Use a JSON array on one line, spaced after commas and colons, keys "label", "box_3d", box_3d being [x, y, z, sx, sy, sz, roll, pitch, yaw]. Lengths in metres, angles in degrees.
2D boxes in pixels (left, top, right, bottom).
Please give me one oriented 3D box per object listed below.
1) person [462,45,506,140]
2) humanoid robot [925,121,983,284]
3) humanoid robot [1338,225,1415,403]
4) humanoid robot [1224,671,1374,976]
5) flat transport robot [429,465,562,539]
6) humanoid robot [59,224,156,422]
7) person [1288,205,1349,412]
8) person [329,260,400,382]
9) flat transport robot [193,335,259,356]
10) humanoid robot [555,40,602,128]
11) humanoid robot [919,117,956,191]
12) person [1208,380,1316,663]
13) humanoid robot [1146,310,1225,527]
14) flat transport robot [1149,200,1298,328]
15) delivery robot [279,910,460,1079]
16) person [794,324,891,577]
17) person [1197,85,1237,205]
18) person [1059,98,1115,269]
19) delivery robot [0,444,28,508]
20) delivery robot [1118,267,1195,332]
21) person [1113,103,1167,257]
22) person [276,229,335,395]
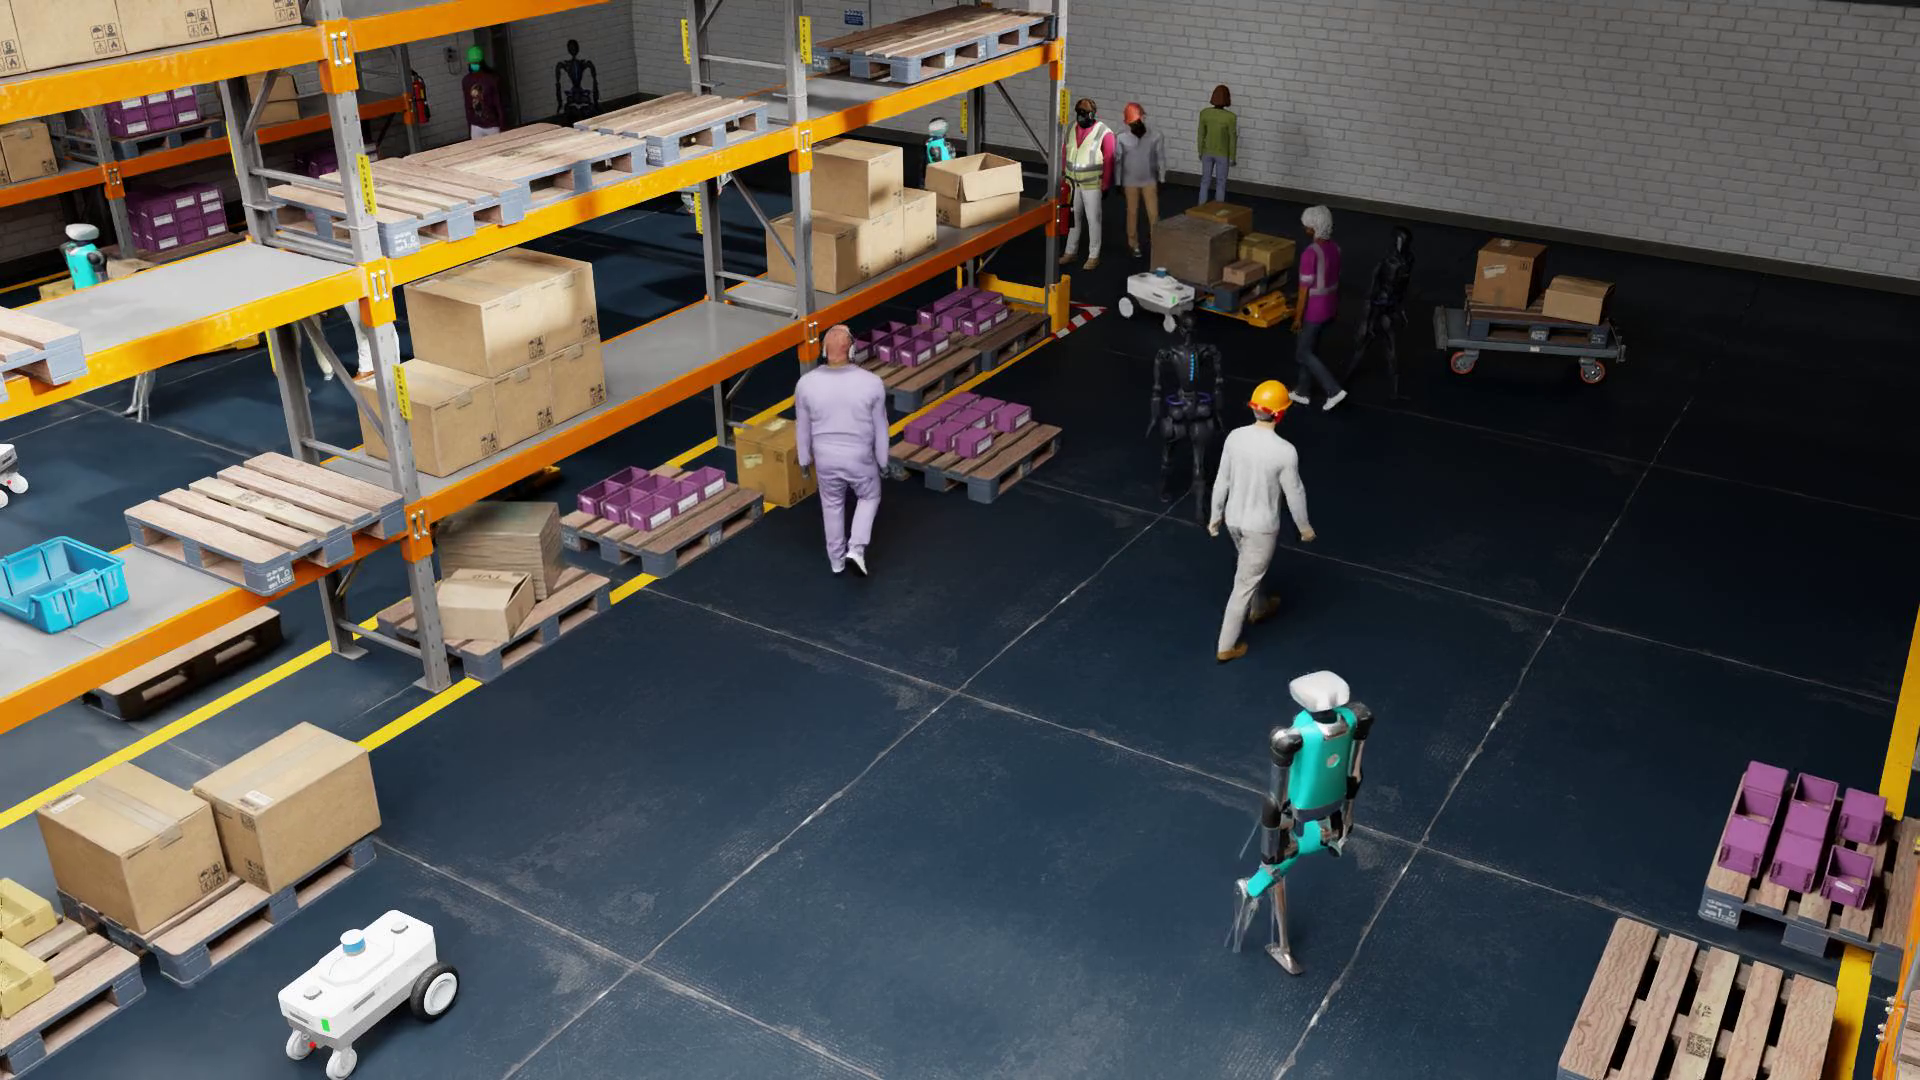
[{"label": "person", "box_3d": [-5.814, -5.146, 20.503, 0.496, 1.934, 0.703, 3, 27, 6]}, {"label": "humanoid robot", "box_3d": [0.038, -3.478, 17.473, 0.778, 1.808, 0.536, 1, 27, 2]}, {"label": "humanoid robot", "box_3d": [3.723, -1.996, 14.628, 0.616, 1.619, 0.734, -20, 33, -34]}, {"label": "humanoid robot", "box_3d": [1.530, 1.382, 7.983, 0.546, 1.904, 0.721, -13, 30, -24]}, {"label": "flat transport robot", "box_3d": [-3.863, -0.400, 12.985, 0.659, 0.231, 1.431, 16, 31, 28]}, {"label": "humanoid robot", "box_3d": [-7.175, -1.865, 14.291, 0.539, 1.834, 0.681, 17, 31, 30]}, {"label": "person", "box_3d": [3.118, -1.973, 14.375, 0.604, 1.823, 0.536, 20, 33, 34]}, {"label": "person", "box_3d": [-5.336, -2.298, 14.884, 0.634, 1.936, 0.351, 8, 28, 15]}, {"label": "flat transport robot", "box_3d": [-7.545, -1.883, 15.908, 1.431, 0.231, 0.659, -19, 33, -33]}, {"label": "humanoid robot", "box_3d": [-5.093, -5.837, 22.172, 0.591, 1.623, 0.493, -7, 28, -14]}, {"label": "humanoid robot", "box_3d": [-0.248, -3.750, 18.069, 0.560, 1.652, 0.609, -24, 36, -39]}, {"label": "person", "box_3d": [1.972, -0.153, 10.748, 0.923, 1.858, 0.575, -21, 34, -36]}, {"label": "humanoid robot", "box_3d": [1.713, -0.949, 12.563, 0.610, 1.622, 0.785, -4, 27, -9]}, {"label": "flat transport robot", "box_3d": [2.721, -2.495, 17.115, 1.431, 0.231, 0.659, 22, 34, 36]}, {"label": "delivery robot", "box_3d": [-2.785, 2.081, 7.782, 0.499, 0.595, 0.792, 15, 30, 26]}, {"label": "person", "box_3d": [-0.811, -0.583, 11.545, 0.665, 1.886, 0.493, 3, 27, 6]}, {"label": "person", "box_3d": [3.031, -4.539, 19.630, 0.507, 1.632, 0.275, 19, 33, 33]}, {"label": "person", "box_3d": [1.347, -3.875, 18.097, 0.632, 1.841, 0.429, 18, 32, 31]}, {"label": "delivery robot", "box_3d": [-7.761, -0.560, 12.979, 0.782, 0.589, 0.499, 2, 27, 4]}, {"label": "delivery robot", "box_3d": [1.995, -2.433, 16.696, 0.499, 0.612, 0.816, -20, 33, -34]}, {"label": "person", "box_3d": [2.014, -3.980, 18.444, 0.642, 1.717, 0.412, 2, 27, 4]}, {"label": "person", "box_3d": [-5.940, -2.153, 14.867, 0.629, 1.689, 0.805, -2, 27, -5]}]
